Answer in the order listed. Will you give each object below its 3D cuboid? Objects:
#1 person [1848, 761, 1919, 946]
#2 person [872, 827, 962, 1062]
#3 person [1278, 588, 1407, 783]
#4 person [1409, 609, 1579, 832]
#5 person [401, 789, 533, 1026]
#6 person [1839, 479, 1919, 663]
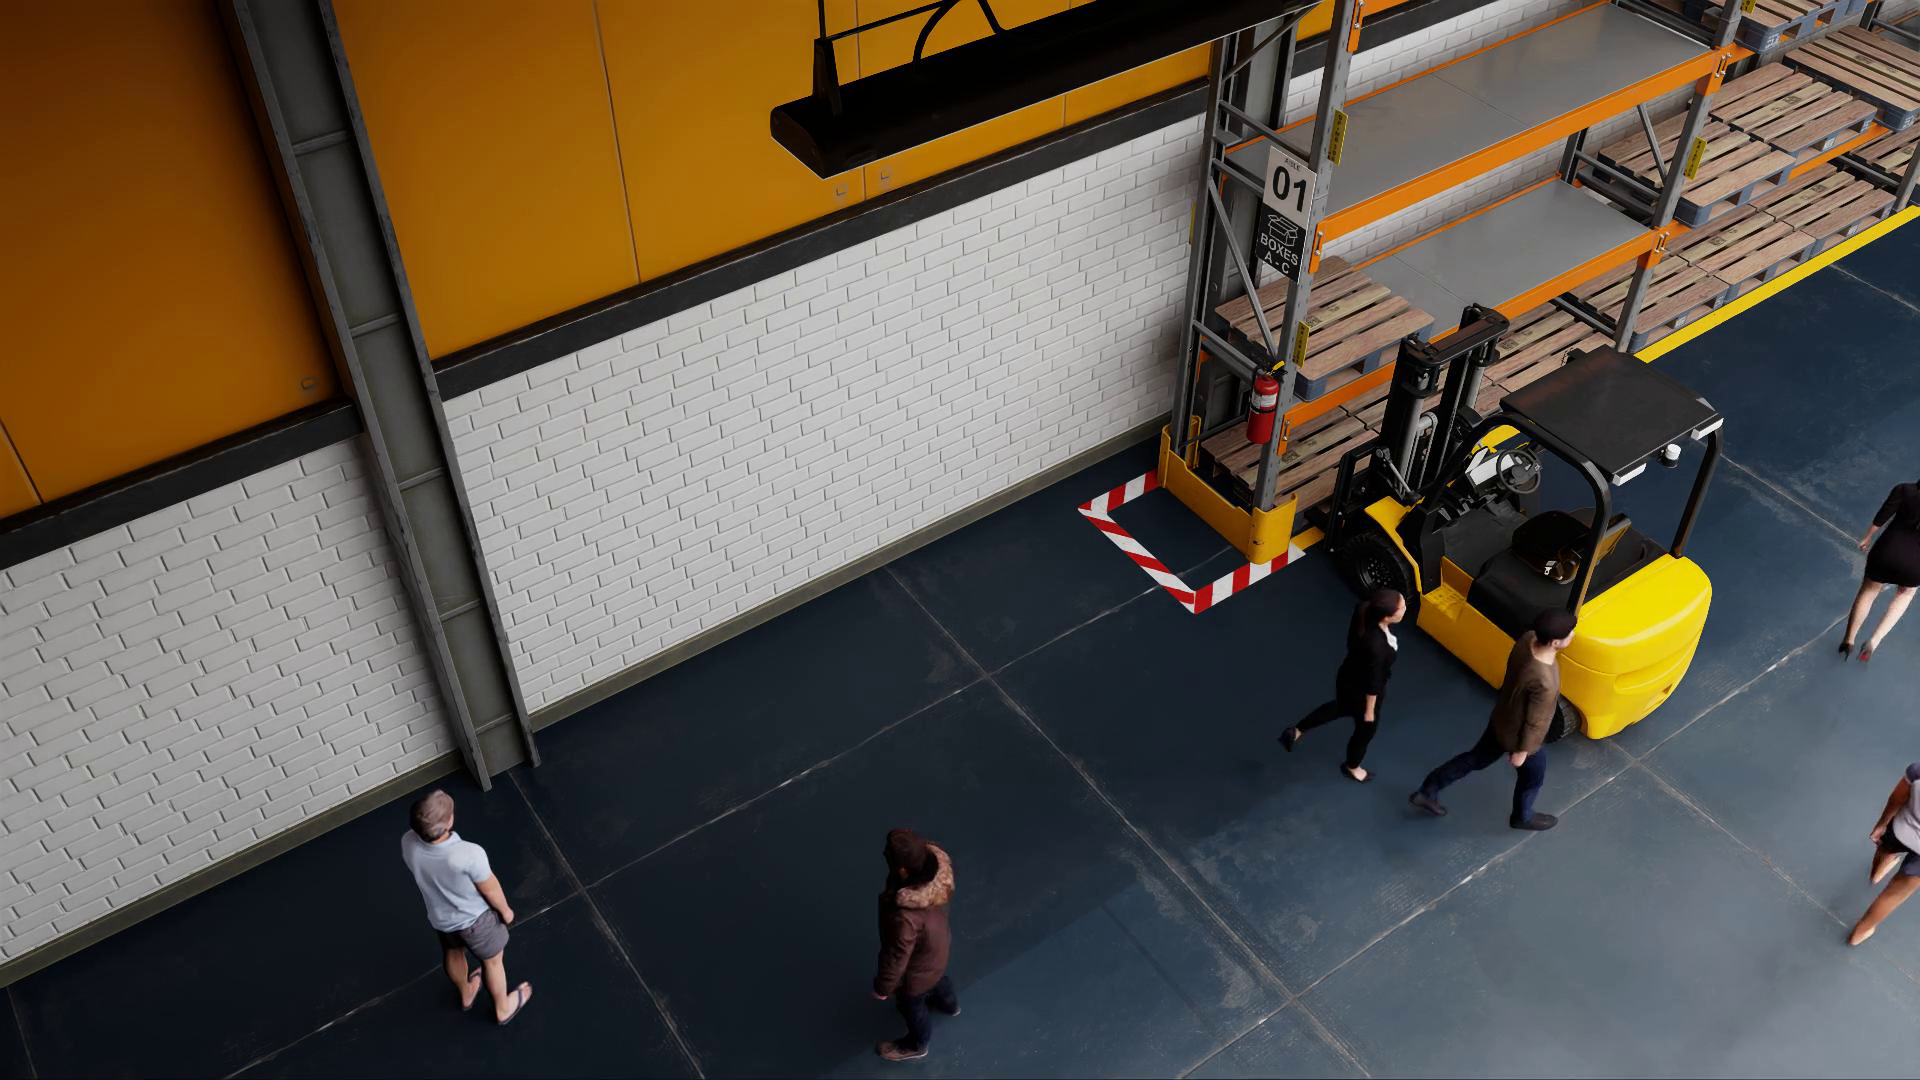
[{"bbox_3d":[5.298,1.713,9.270,0.906,1.590,0.578,-26,50,-25],"label":"person"},{"bbox_3d":[-0.207,2.113,8.668,0.949,1.842,0.885,4,44,5],"label":"person"},{"bbox_3d":[2.347,0.903,10.081,0.985,1.644,0.869,-1,44,-1],"label":"person"},{"bbox_3d":[3.183,1.086,9.734,1.247,1.857,1.079,0,44,0],"label":"person"},{"bbox_3d":[-2.656,1.975,8.821,0.738,1.829,0.773,12,45,12],"label":"person"},{"bbox_3d":[6.037,0.183,10.727,0.723,1.797,0.723,24,49,23],"label":"person"}]
